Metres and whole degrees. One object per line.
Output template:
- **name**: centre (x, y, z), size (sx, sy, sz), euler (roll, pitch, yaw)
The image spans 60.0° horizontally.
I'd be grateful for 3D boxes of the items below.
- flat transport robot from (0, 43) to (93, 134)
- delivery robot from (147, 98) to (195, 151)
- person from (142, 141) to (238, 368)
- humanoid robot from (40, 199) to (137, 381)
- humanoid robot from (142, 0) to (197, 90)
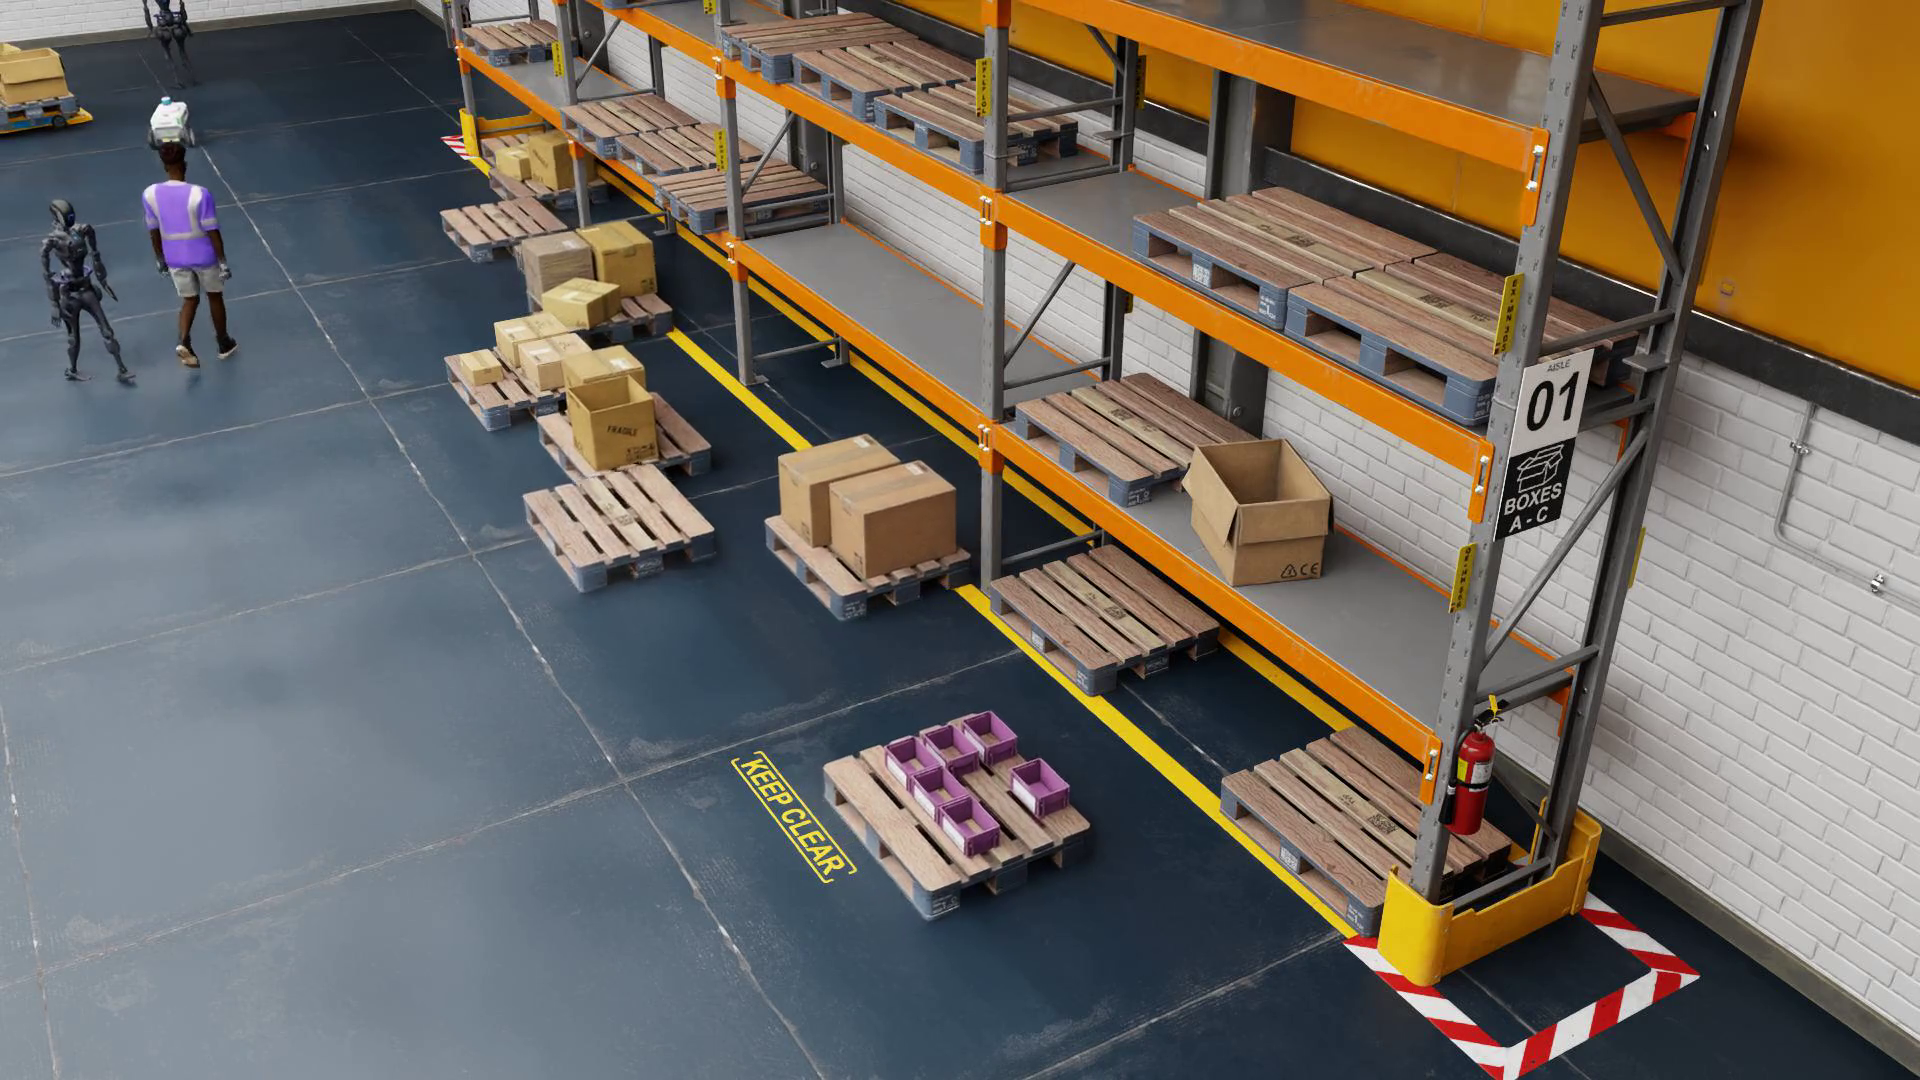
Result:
- **flat transport robot**: centre (-11.835, -5.331, 21.043), size (1.431, 0.231, 0.659), euler (-22, 36, -34)
- **delivery robot**: centre (-9.647, -5.085, 20.333), size (0.499, 0.608, 0.797), euler (-8, 30, -13)
- **person**: centre (-6.576, -2.402, 14.184), size (0.625, 1.932, 0.712), euler (-1, 30, -1)
- **humanoid robot**: centre (-7.363, -2.076, 13.896), size (0.736, 1.627, 0.596), euler (13, 32, 21)
- **humanoid robot**: centre (-10.688, -6.941, 22.478), size (0.374, 1.653, 0.589), euler (25, 38, 37)
